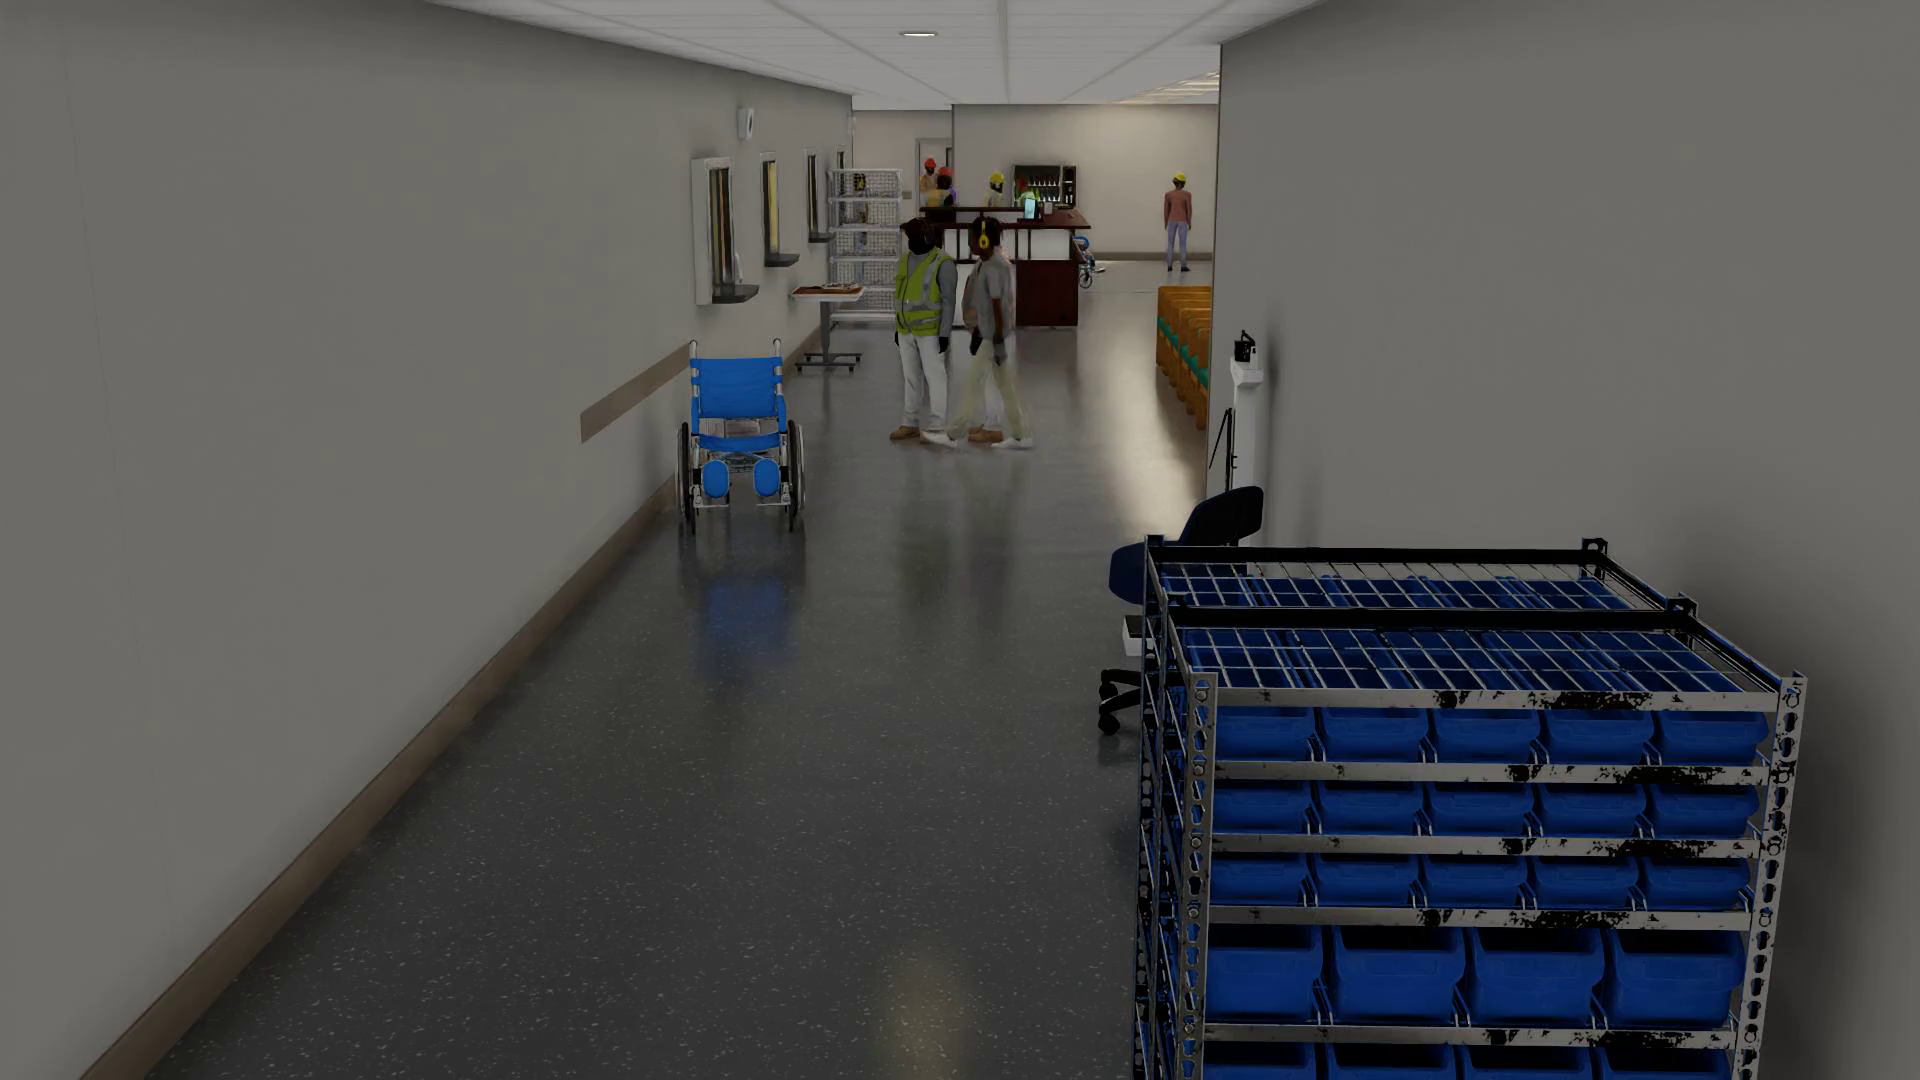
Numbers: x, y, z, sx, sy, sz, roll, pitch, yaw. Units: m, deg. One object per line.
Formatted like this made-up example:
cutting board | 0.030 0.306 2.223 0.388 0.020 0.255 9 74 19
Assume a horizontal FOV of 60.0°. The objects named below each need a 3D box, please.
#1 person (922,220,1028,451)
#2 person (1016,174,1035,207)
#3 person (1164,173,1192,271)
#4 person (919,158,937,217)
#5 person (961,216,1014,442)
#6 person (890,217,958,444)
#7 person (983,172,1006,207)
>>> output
person | 0.137 -1.600 13.181 0.881 1.818 0.537 1 14 4
person | 1.083 -5.010 26.992 0.396 1.841 0.575 2 14 8
person | 3.962 -5.772 30.233 0.524 1.764 0.329 7 15 26
person | -0.637 -7.147 35.445 0.365 1.935 0.552 8 16 30
person | 0.226 -1.722 13.633 0.429 1.842 0.630 1 14 4
person | -0.317 -1.705 13.574 0.621 1.838 0.429 13 19 41
person | 0.612 -5.350 28.393 0.422 1.817 0.600 -4 14 -16
